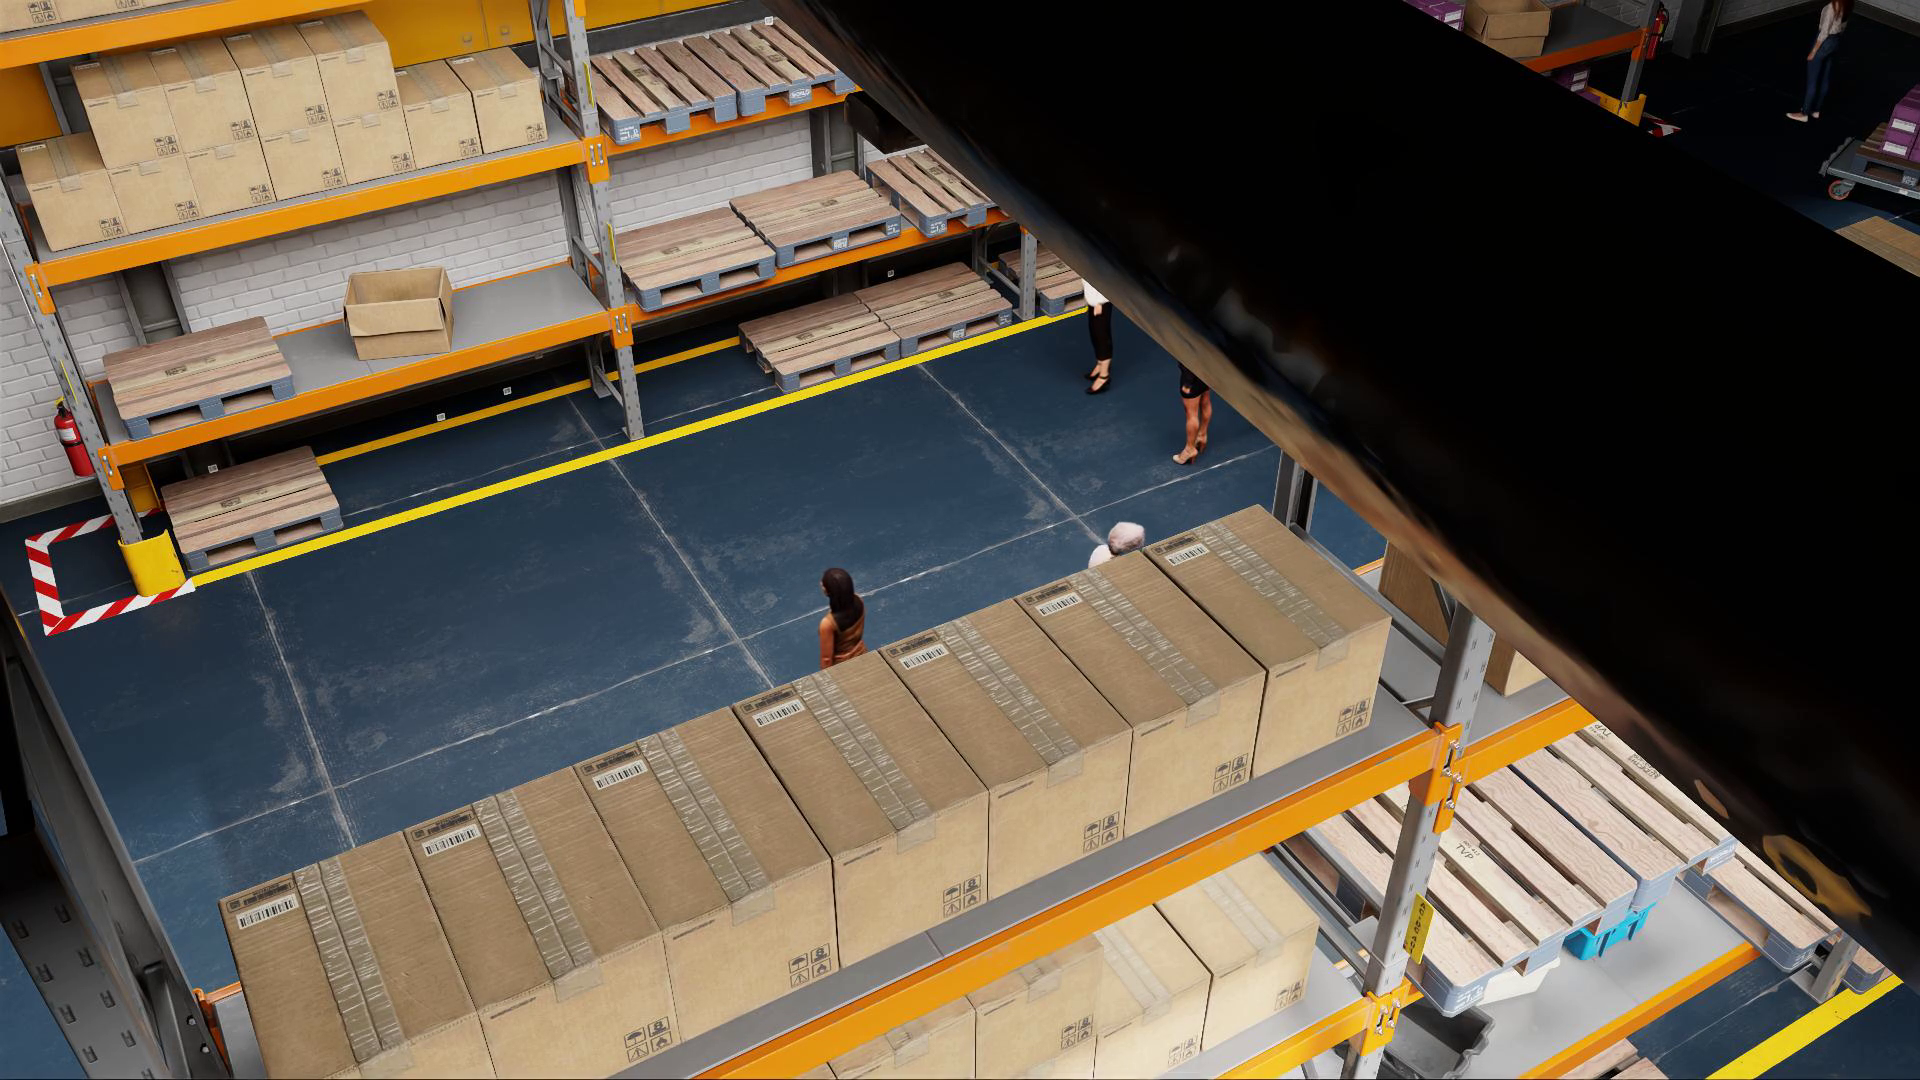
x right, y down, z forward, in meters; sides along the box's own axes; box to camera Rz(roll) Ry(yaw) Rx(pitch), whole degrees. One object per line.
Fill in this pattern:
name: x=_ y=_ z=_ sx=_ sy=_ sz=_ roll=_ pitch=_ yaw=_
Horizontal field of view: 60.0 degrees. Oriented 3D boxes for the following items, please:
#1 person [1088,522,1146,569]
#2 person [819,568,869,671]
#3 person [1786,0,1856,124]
person: x=0.880 y=0.673 z=11.045 sx=1.216 sy=1.816 sz=0.856 roll=-20 pitch=43 yaw=-23
person: x=-0.752 y=0.851 z=10.928 sx=0.696 sy=1.683 sz=0.587 roll=22 pitch=43 yaw=25
person: x=9.918 y=-5.647 z=19.029 sx=0.423 sy=1.728 sz=0.635 roll=-20 pitch=43 yaw=-23
